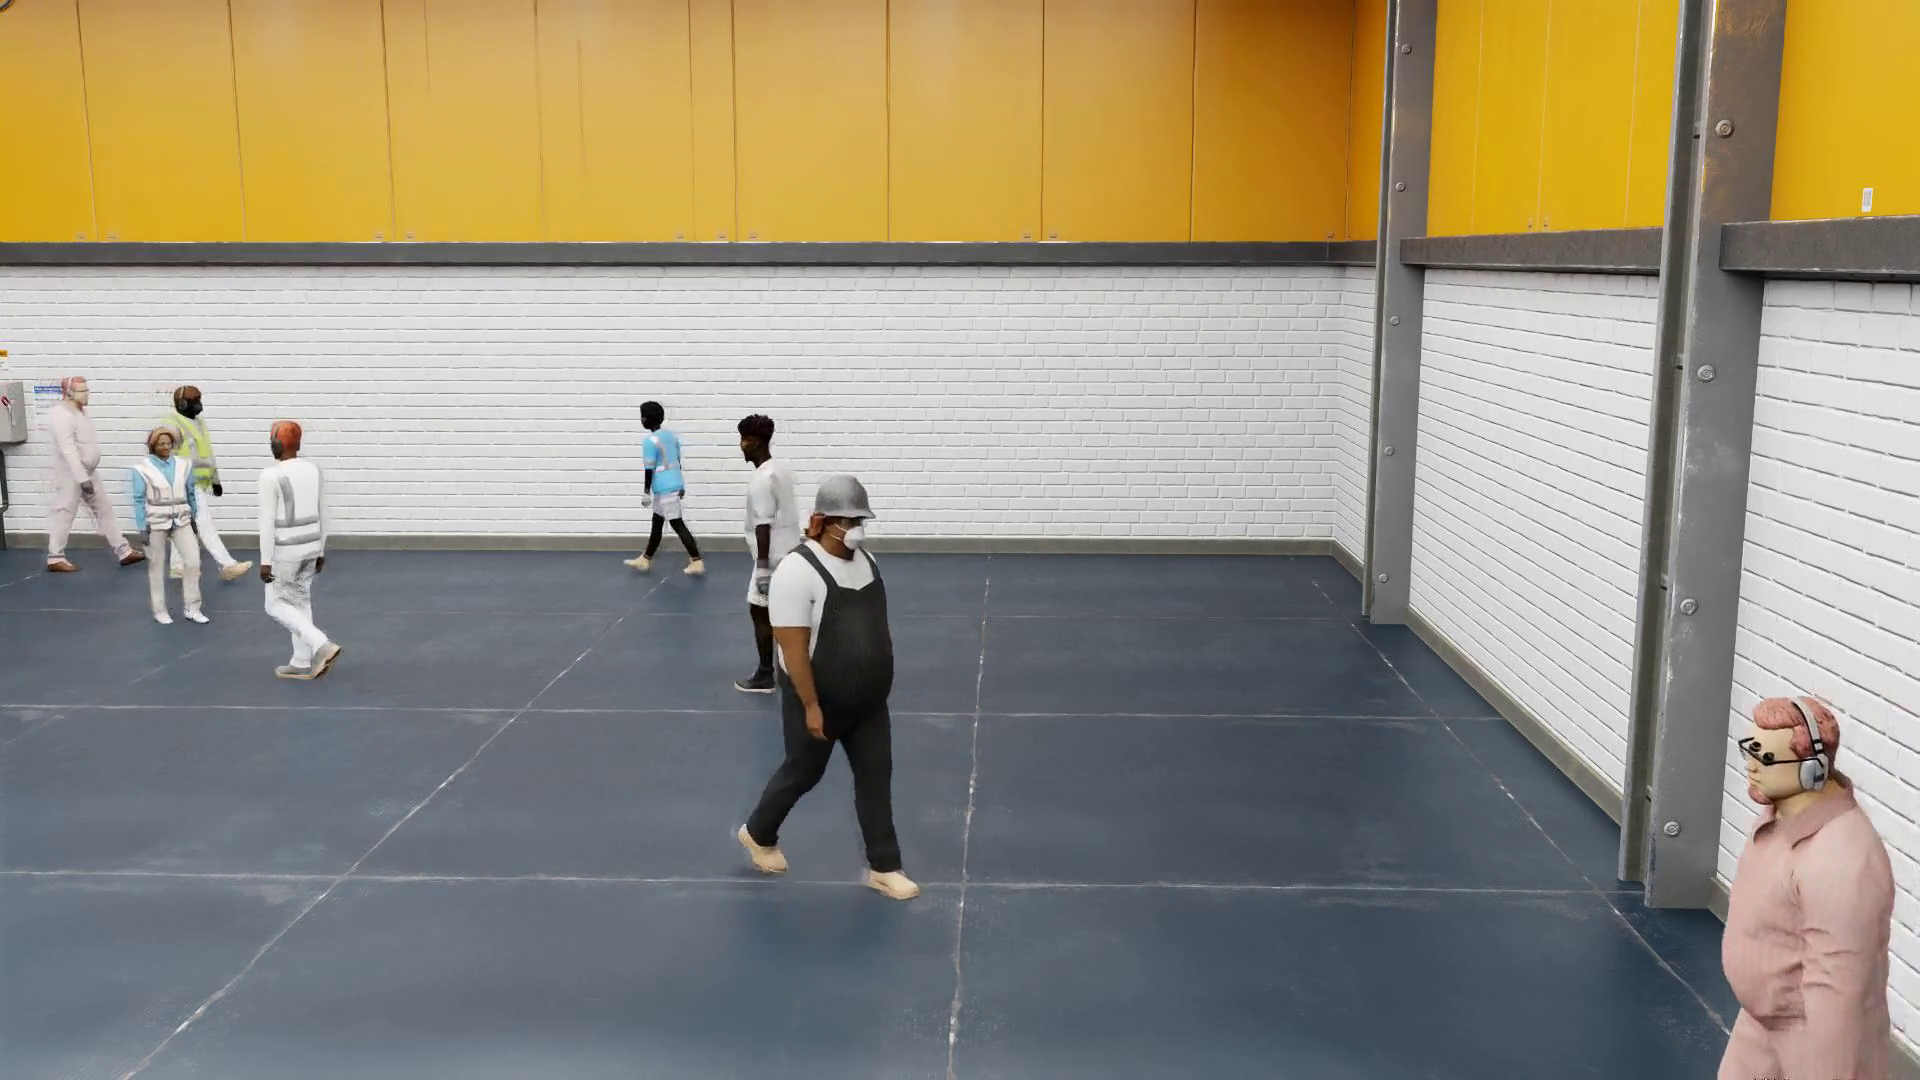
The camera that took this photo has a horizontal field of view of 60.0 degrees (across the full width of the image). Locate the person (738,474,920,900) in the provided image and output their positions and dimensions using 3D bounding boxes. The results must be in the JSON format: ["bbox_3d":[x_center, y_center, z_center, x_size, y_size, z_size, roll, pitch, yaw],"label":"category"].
[{"bbox_3d":[-0.651,0.649,7.839,0.930,2.000,0.687,9,13,41],"label":"person"}]

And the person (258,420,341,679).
[{"bbox_3d":[-4.620,0.089,11.627,0.554,1.866,0.598,4,10,21],"label":"person"}]

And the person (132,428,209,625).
[{"bbox_3d":[-6.380,-0.097,13.440,0.626,1.615,0.541,8,12,39],"label":"person"}]

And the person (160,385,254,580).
[{"bbox_3d":[-6.961,-0.517,15.349,0.901,1.802,0.654,0,10,-1],"label":"person"}]

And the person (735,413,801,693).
[{"bbox_3d":[-1.199,0.098,11.376,0.664,1.936,0.661,2,10,11],"label":"person"}]

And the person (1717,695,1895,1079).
[{"bbox_3d":[2.378,1.318,4.504,0.904,1.854,0.677,2,10,10],"label":"person"}]

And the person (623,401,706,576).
[{"bbox_3d":[-2.757,-0.480,15.570,0.822,1.651,0.538,2,10,10],"label":"person"}]

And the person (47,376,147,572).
[{"bbox_3d":[-8.265,-0.622,15.802,0.974,1.859,0.659,-2,10,-9],"label":"person"}]
